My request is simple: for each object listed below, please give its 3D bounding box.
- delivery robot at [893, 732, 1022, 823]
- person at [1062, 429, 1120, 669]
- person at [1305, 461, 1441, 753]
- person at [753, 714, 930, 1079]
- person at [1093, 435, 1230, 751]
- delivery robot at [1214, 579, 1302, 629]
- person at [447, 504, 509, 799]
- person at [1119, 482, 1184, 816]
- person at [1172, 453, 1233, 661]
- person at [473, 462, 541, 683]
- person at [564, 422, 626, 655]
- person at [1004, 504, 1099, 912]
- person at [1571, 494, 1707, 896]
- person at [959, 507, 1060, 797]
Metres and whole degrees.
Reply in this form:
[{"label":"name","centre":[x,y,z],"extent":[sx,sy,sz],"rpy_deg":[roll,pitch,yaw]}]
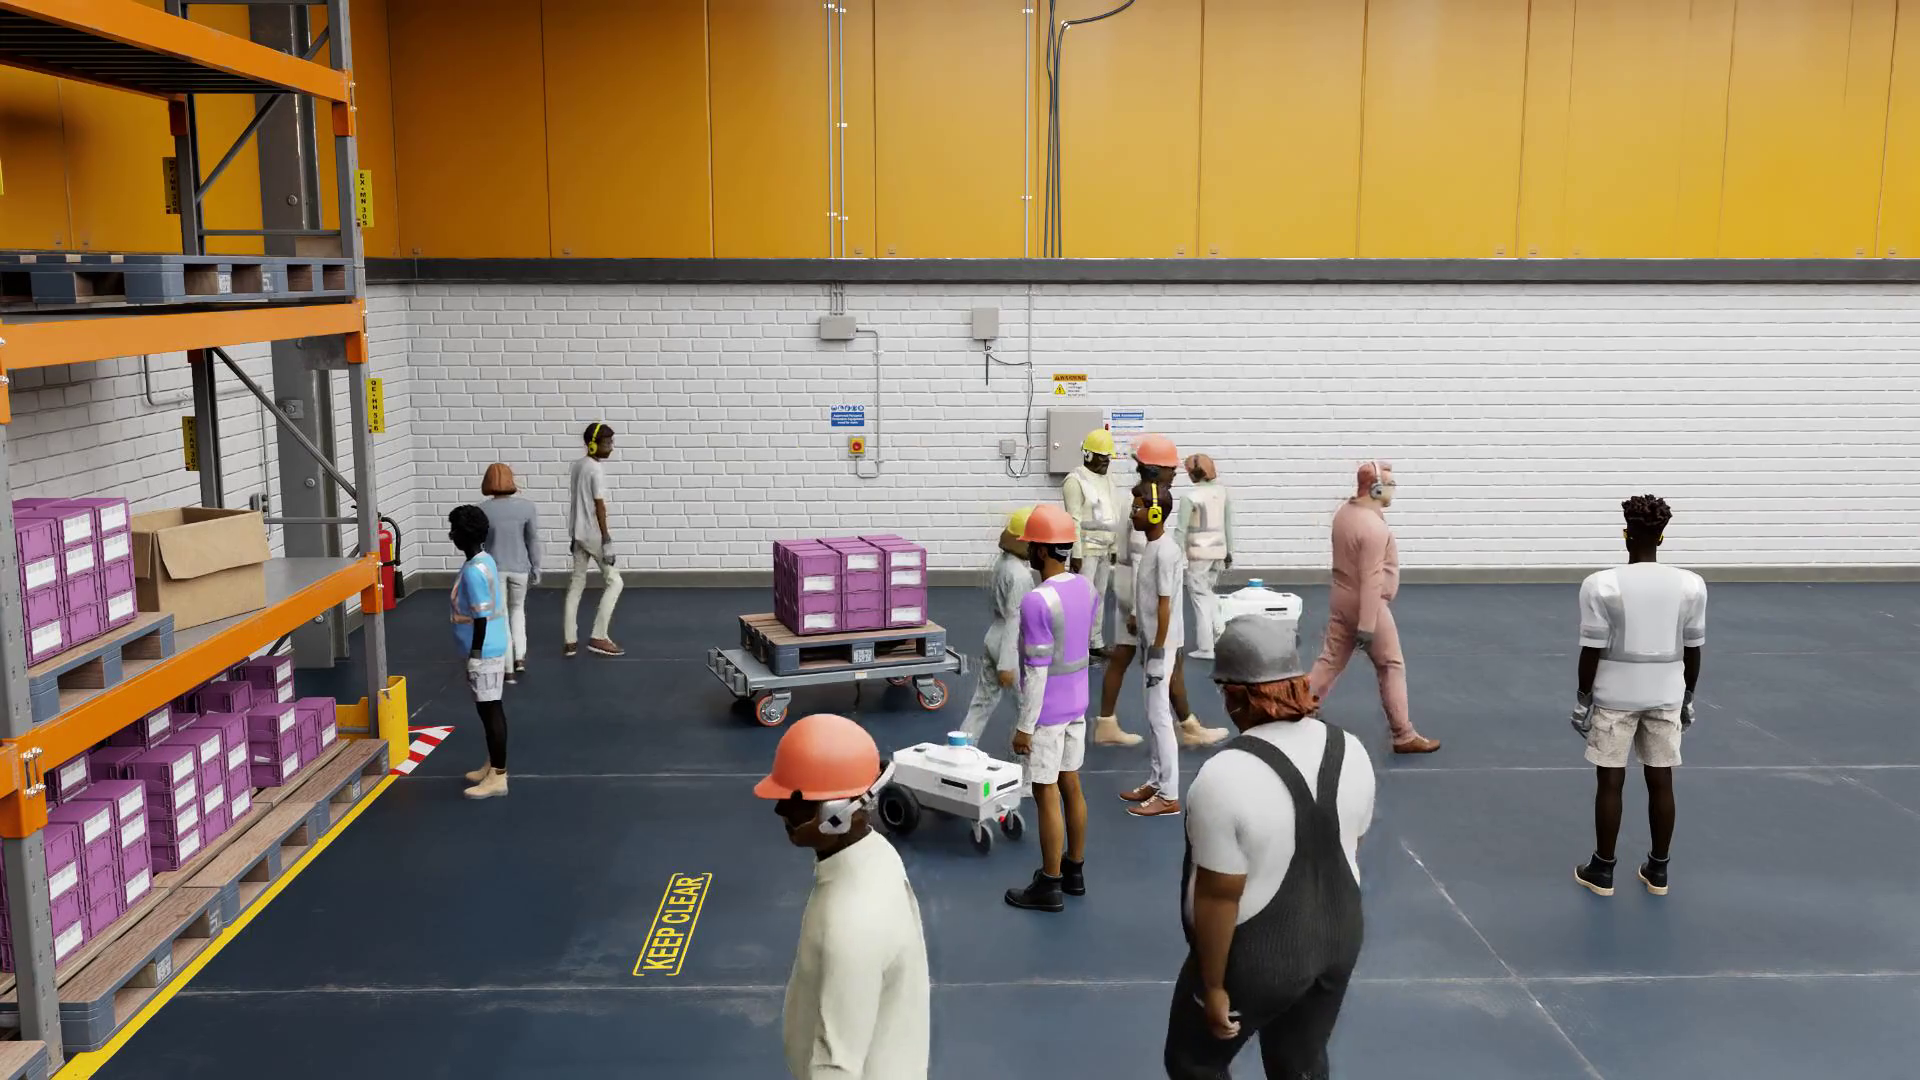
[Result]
[{"label":"delivery robot","centre":[-0.015,1.270,8.894],"extent":[0.707,0.478,0.477],"rpy_deg":[8,12,40]},{"label":"person","centre":[1.028,0.059,12.732],"extent":[0.403,1.822,0.589],"rpy_deg":[6,11,34]},{"label":"person","centre":[2.488,0.428,10.367],"extent":[0.983,1.867,0.645],"rpy_deg":[-2,9,-10]},{"label":"person","centre":[-0.339,1.389,4.092],"extent":[0.543,1.976,0.641],"rpy_deg":[-1,9,-4]},{"label":"person","centre":[1.288,0.344,10.460],"extent":[0.965,2.000,0.615],"rpy_deg":[-1,9,-5]},{"label":"delivery robot","centre":[2.359,0.553,13.290],"extent":[0.707,0.478,0.477],"rpy_deg":[-1,9,-8]},{"label":"person","centre":[-2.763,0.635,9.576],"extent":[0.321,1.699,0.537],"rpy_deg":[-2,9,-11]},{"label":"person","centre":[1.079,0.604,9.284],"extent":[0.332,1.866,0.515],"rpy_deg":[0,9,-1]},{"label":"person","centre":[1.894,0.131,12.910],"extent":[0.545,1.617,0.390],"rpy_deg":[-8,12,-40]},{"label":"person","centre":[-3.382,0.230,12.272],"extent":[0.523,1.616,0.493],"rpy_deg":[-6,11,-31]},{"label":"person","centre":[-2.870,0.003,13.010],"extent":[0.483,1.839,0.649],"rpy_deg":[-7,12,-37]},{"label":"person","centre":[0.423,0.791,7.888],"extent":[0.354,1.939,0.544],"rpy_deg":[6,11,32]},{"label":"person","centre":[3.263,0.752,8.040],"extent":[0.603,1.966,0.367],"rpy_deg":[0,9,1]},{"label":"person","centre":[0.218,0.649,9.496],"extent":[0.642,1.702,0.509],"rpy_deg":[-2,10,-14]}]
